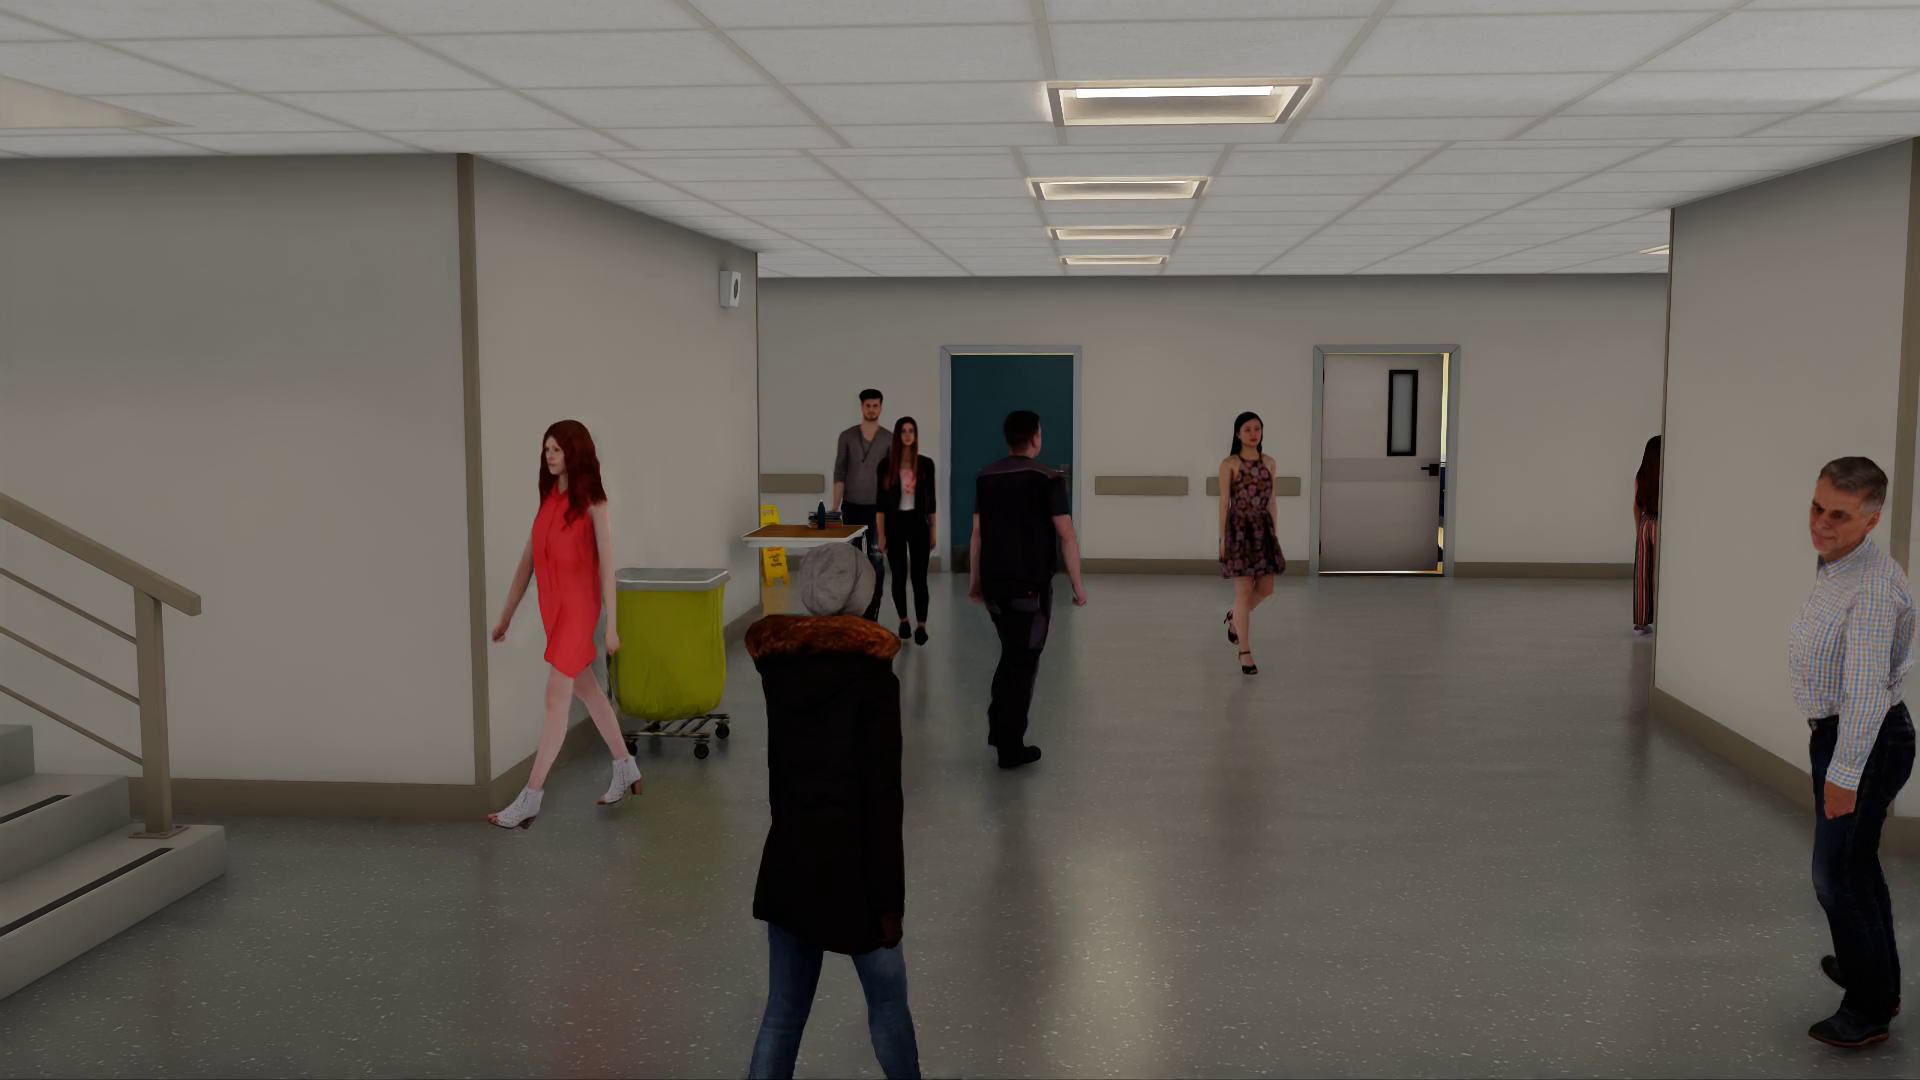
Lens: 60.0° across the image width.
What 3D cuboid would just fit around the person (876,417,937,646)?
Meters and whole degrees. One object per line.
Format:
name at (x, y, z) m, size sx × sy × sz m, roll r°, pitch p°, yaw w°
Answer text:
person at (-0.413, -0.048, 12.400) m, size 1.094 × 1.669 × 0.771 m, roll 0°, pitch 6°, yaw -4°

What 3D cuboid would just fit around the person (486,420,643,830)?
person at (-1.684, 0.389, 7.519) m, size 1.113 × 1.775 × 1.089 m, roll 5°, pitch 8°, yaw 41°

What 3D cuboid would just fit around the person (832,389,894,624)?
person at (-0.780, -0.265, 13.540) m, size 1.082 × 1.872 × 0.759 m, roll 1°, pitch 6°, yaw 6°

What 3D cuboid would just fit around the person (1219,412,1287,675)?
person at (1.911, 0.023, 11.231) m, size 0.867 × 1.761 × 0.870 m, roll -2°, pitch 6°, yaw -18°

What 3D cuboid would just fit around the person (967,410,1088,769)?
person at (0.246, 0.261, 8.528) m, size 0.812 × 1.829 × 0.901 m, roll 5°, pitch 8°, yaw 42°

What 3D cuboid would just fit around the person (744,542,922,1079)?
person at (-0.356, 0.837, 3.997) m, size 1.065 × 1.590 × 1.004 m, roll 4°, pitch 7°, yaw 34°

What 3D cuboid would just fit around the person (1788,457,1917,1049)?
person at (2.736, 0.640, 5.026) m, size 0.752 × 1.776 × 0.911 m, roll 3°, pitch 7°, yaw 31°
